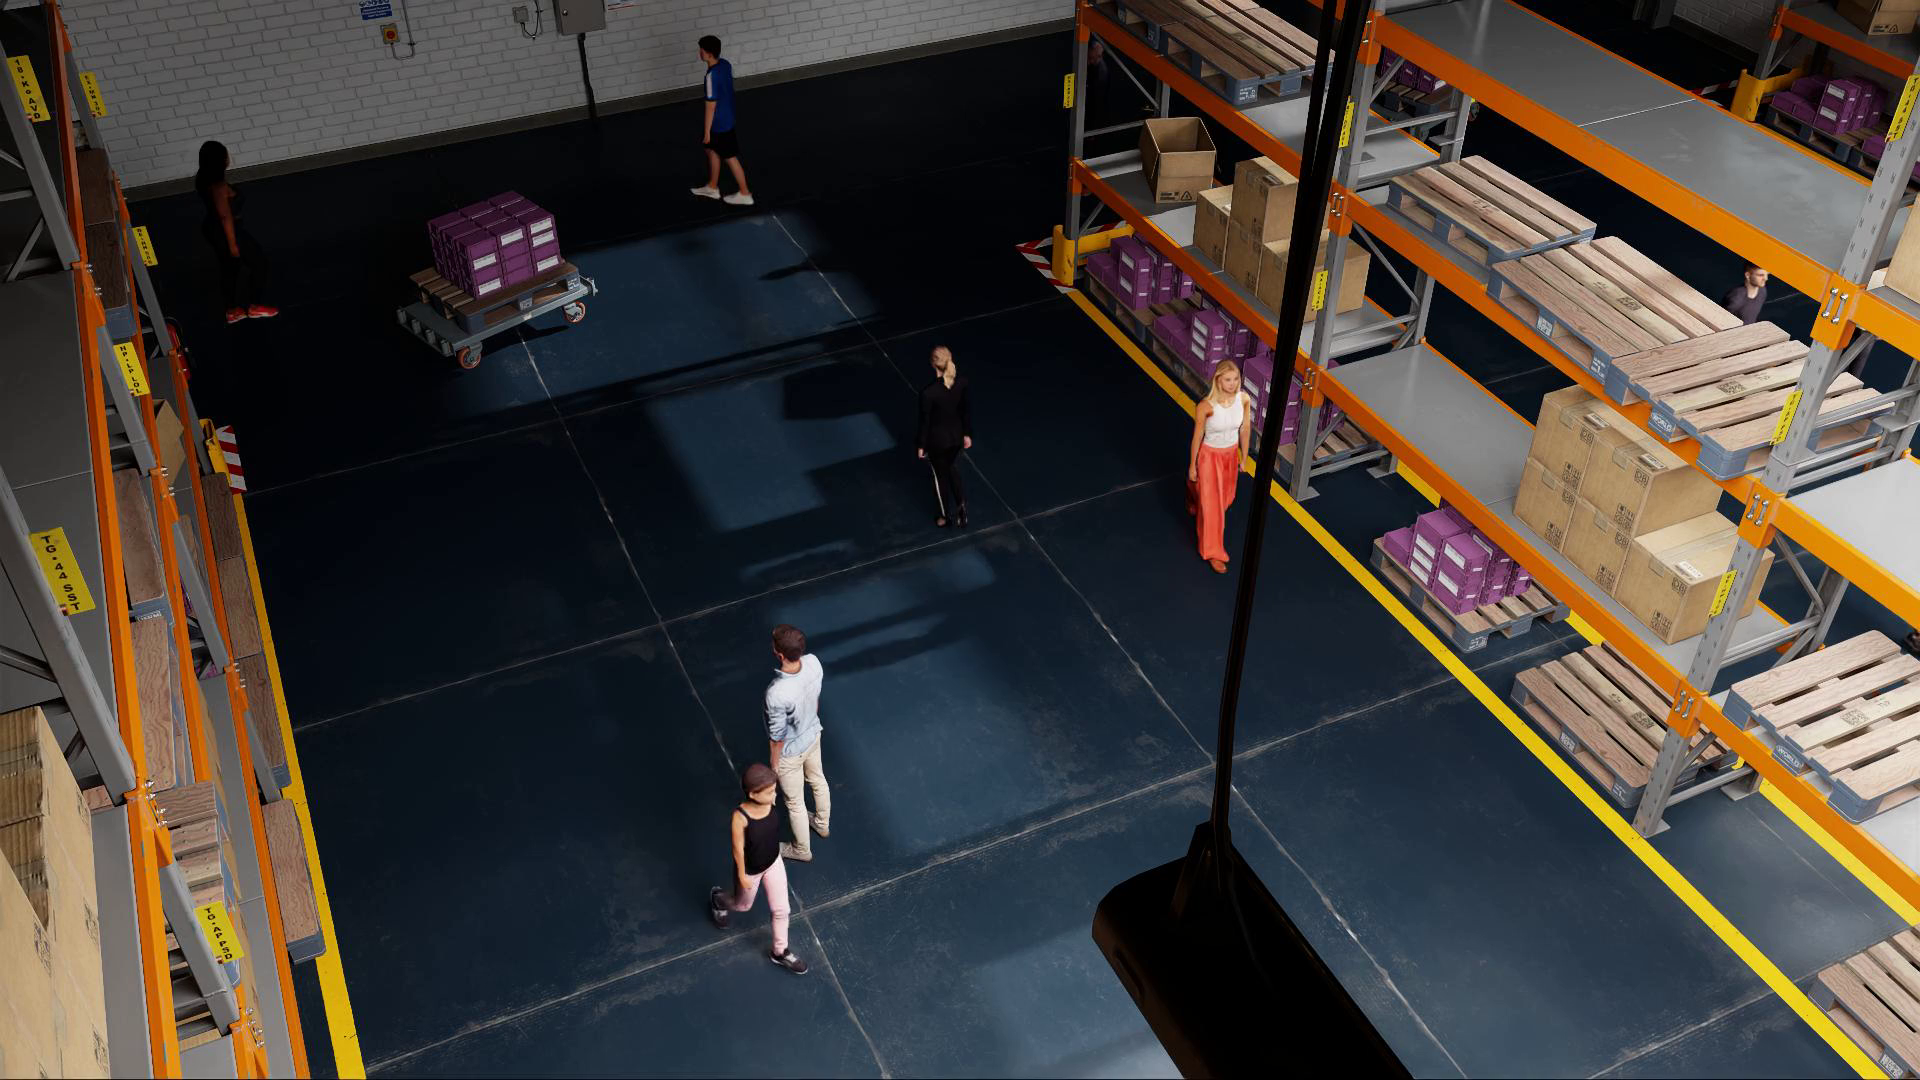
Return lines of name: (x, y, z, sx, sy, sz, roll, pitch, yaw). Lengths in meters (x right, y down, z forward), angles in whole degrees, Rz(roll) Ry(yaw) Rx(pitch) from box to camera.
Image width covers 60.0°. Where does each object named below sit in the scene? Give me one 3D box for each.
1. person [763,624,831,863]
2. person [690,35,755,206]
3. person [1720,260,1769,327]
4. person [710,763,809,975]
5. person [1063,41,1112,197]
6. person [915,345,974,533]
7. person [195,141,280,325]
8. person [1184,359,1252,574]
person: (-1.003, 1.246, 10.242, 0.750, 1.848, 0.734, 20, 43, 23)
person: (-2.373, -4.315, 17.212, 1.020, 1.840, 1.022, 3, 39, 3)
person: (6.376, -1.573, 13.839, 0.665, 1.764, 0.603, -23, 44, -26)
person: (-1.235, 1.863, 9.721, 0.765, 1.533, 1.064, -29, 47, -31)
person: (1.447, -4.356, 17.308, 0.990, 1.784, 0.947, 1, 39, 2)
person: (-0.074, -0.715, 12.817, 0.691, 1.698, 0.714, -24, 44, -27)
person: (-6.819, -2.770, 15.318, 0.898, 1.789, 0.752, -31, 48, -33)
person: (1.915, -0.650, 12.666, 0.687, 1.785, 1.058, -13, 40, -15)
